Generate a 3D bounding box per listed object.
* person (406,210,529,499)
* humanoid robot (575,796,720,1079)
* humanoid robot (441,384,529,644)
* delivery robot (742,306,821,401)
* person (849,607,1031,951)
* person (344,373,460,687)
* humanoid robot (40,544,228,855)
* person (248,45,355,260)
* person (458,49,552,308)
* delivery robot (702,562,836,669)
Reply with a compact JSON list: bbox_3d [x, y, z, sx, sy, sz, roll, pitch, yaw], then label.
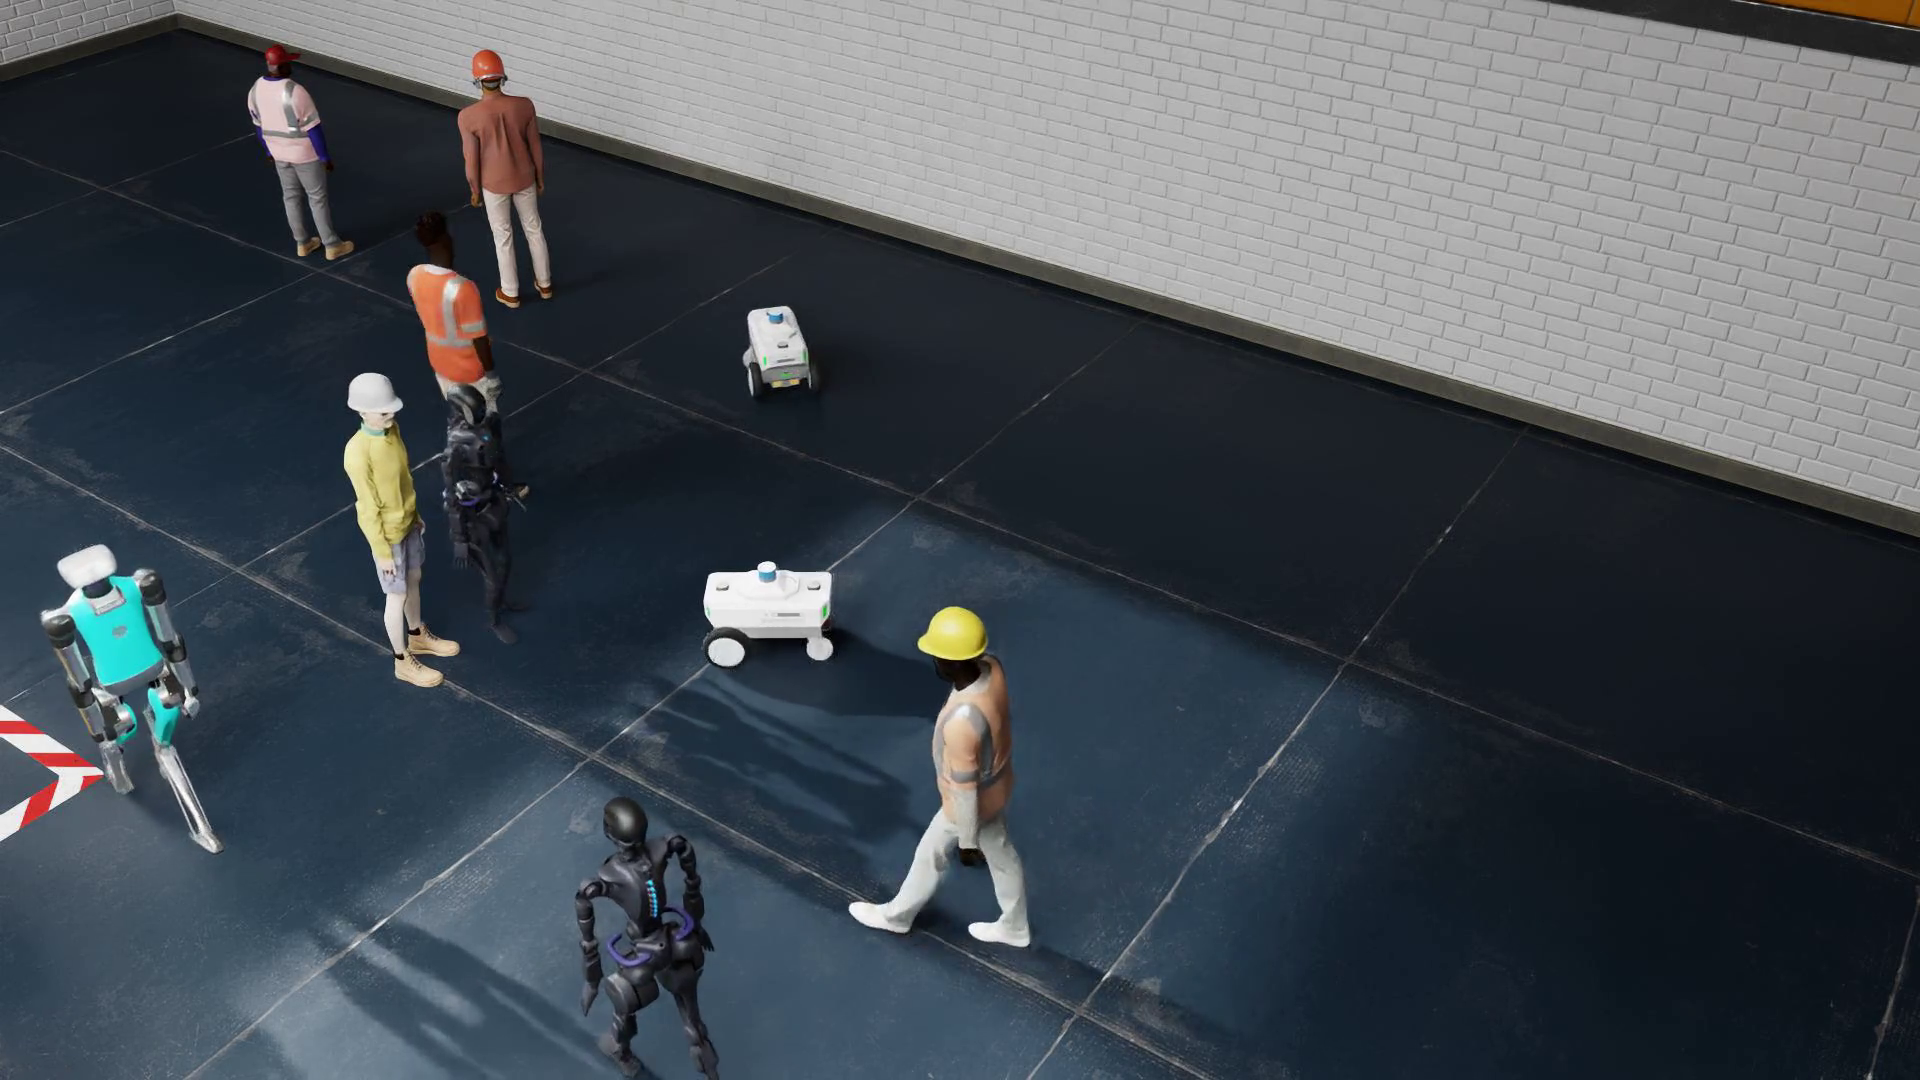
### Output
[{"bbox_3d":[-3.111,-1.103,10.384,0.648,1.943,0.381,28,44,34],"label":"person"},{"bbox_3d":[-1.244,1.673,6.683,0.594,1.627,0.771,-27,43,-33],"label":"humanoid robot"},{"bbox_3d":[-2.678,-0.167,9.280,0.372,1.643,0.609,11,36,15],"label":"humanoid robot"},{"bbox_3d":[-1.312,-1.351,11.961,0.524,0.613,0.785,-8,36,-12],"label":"delivery robot"},{"bbox_3d":[-0.072,1.064,7.326,0.922,1.884,0.616,11,36,15],"label":"person"},{"bbox_3d":[-3.037,-0.064,8.944,0.400,1.887,0.486,4,35,6],"label":"person"},{"bbox_3d":[-4.060,0.699,8.027,0.954,1.803,0.542,29,44,35],"label":"humanoid robot"},{"bbox_3d":[-5.344,-3.123,13.434,0.605,1.751,0.418,11,36,15],"label":"person"},{"bbox_3d":[-3.453,-2.741,12.678,0.612,1.994,0.379,-21,40,-27],"label":"person"},{"bbox_3d":[-1.079,0.388,9.449,0.767,0.583,0.499,0,35,0],"label":"delivery robot"}]
